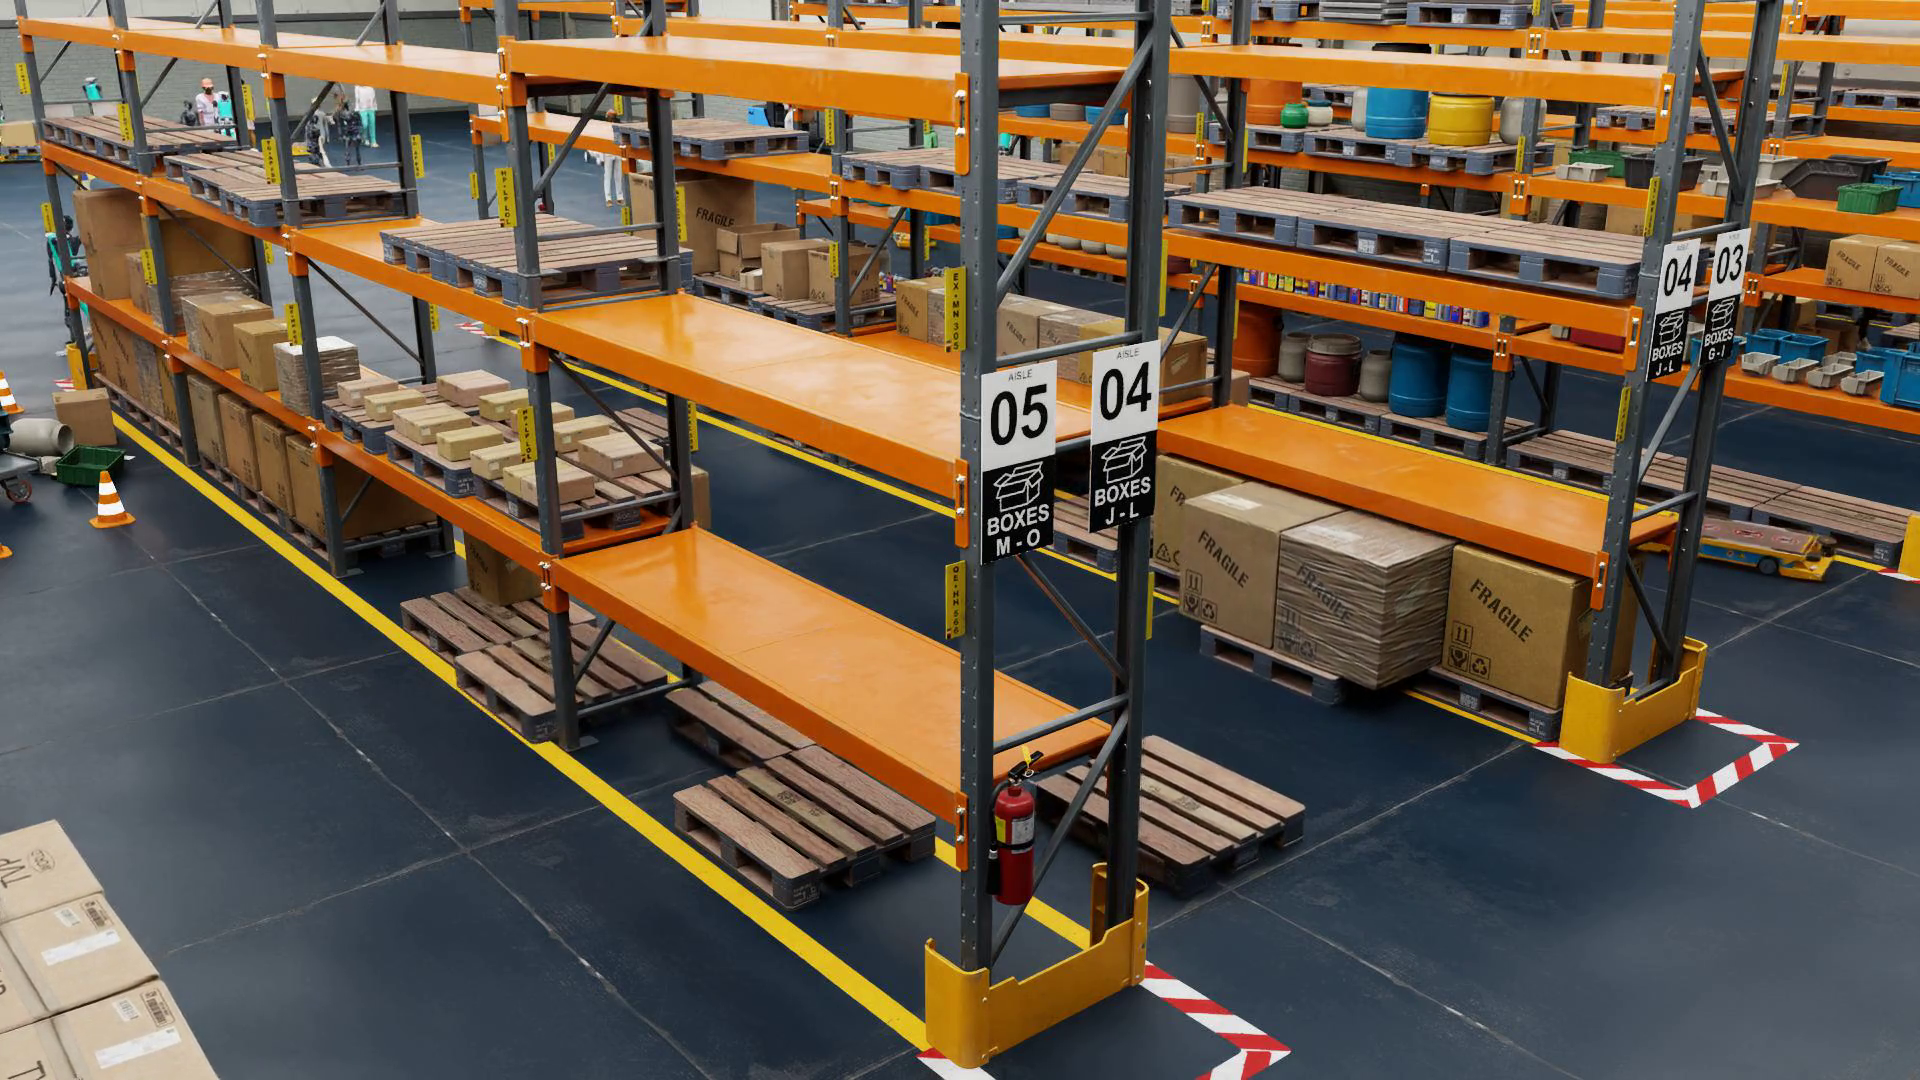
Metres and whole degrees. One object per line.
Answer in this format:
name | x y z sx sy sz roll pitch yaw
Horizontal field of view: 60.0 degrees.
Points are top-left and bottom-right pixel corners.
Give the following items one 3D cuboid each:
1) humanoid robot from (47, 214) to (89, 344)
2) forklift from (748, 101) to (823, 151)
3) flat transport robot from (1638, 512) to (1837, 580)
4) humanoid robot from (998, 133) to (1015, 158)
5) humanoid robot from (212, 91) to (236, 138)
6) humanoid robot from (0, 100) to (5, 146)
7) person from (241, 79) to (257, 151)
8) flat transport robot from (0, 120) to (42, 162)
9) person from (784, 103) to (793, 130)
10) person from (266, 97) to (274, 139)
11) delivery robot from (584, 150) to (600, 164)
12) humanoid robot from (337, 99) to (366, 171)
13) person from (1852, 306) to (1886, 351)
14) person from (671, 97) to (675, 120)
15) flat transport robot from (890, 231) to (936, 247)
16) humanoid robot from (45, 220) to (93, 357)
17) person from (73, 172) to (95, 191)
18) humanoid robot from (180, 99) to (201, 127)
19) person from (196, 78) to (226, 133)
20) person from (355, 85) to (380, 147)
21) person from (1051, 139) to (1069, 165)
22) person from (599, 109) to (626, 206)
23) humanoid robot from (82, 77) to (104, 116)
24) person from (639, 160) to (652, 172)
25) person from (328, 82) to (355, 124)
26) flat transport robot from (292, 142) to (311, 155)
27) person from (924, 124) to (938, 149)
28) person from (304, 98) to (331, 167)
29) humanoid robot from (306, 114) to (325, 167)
humanoid robot | -11.334 -3.336 21.301 0.610 1.633 0.403 -14 24 -34
forklift | -4.526 -11.368 42.374 1.129 2.768 1.873 -15 24 -37
flat transport robot | 6.454 0.034 13.839 1.431 0.231 0.659 13 23 33
humanoid robot | 0.733 -7.446 32.977 0.742 1.824 0.552 -10 22 -26
humanoid robot | -17.087 -9.560 38.884 0.537 1.773 0.684 -11 22 -29
humanoid robot | -24.604 -10.755 42.350 0.535 1.819 0.665 -8 21 -21
person | -18.081 -10.737 42.120 0.785 1.845 0.412 13 23 32
flat transport robot | -22.708 -9.354 40.556 1.431 0.231 0.659 -5 20 -14
person | -3.681 -8.748 36.383 0.358 1.898 0.569 -5 20 -14
person | -18.529 -11.616 44.848 0.321 1.692 0.534 -9 21 -23
delivery robot | -8.740 -9.387 40.205 0.499 0.585 0.765 -12 23 -31
humanoid robot | -14.044 -9.324 38.372 0.608 1.644 0.639 -4 20 -10
person | 11.501 -3.226 20.975 0.543 1.690 0.410 -17 26 -40
person | -7.063 -10.092 40.148 0.501 1.931 0.994 -9 21 -23
flat transport robot | -0.848 -5.336 29.121 0.659 0.231 1.431 -3 20 -9
humanoid robot | -10.815 -3.113 20.606 0.914 1.766 0.538 -10 22 -26
person | -15.727 -6.435 29.825 0.398 1.886 0.509 -9 21 -24
humanoid robot | -17.761 -9.354 38.496 0.657 1.641 0.589 8 21 21
person | -17.729 -9.911 39.473 0.610 2.041 0.392 -16 25 -37
person | -15.433 -11.195 43.343 0.604 1.895 0.438 -15 24 -37
person | 1.843 -6.771 30.966 0.454 1.755 0.590 -11 22 -27
person | -6.923 -7.624 33.198 0.572 1.886 0.357 -13 23 -33
humanoid robot | -22.648 -11.272 43.971 0.541 1.904 0.740 4 20 12
person | -5.142 -5.863 28.124 0.625 1.918 0.865 10 22 27
person | -18.403 -13.230 49.207 0.806 1.853 0.519 -18 26 -41
flat transport robot | -16.759 -9.884 42.066 0.659 0.231 1.431 -10 22 -27
person | -0.621 -7.556 33.238 0.478 1.736 0.316 12 23 31
person | -14.692 -9.201 37.961 0.916 1.687 0.553 13 23 32
humanoid robot | -13.664 -8.227 35.296 0.771 1.626 0.611 -3 20 -9
